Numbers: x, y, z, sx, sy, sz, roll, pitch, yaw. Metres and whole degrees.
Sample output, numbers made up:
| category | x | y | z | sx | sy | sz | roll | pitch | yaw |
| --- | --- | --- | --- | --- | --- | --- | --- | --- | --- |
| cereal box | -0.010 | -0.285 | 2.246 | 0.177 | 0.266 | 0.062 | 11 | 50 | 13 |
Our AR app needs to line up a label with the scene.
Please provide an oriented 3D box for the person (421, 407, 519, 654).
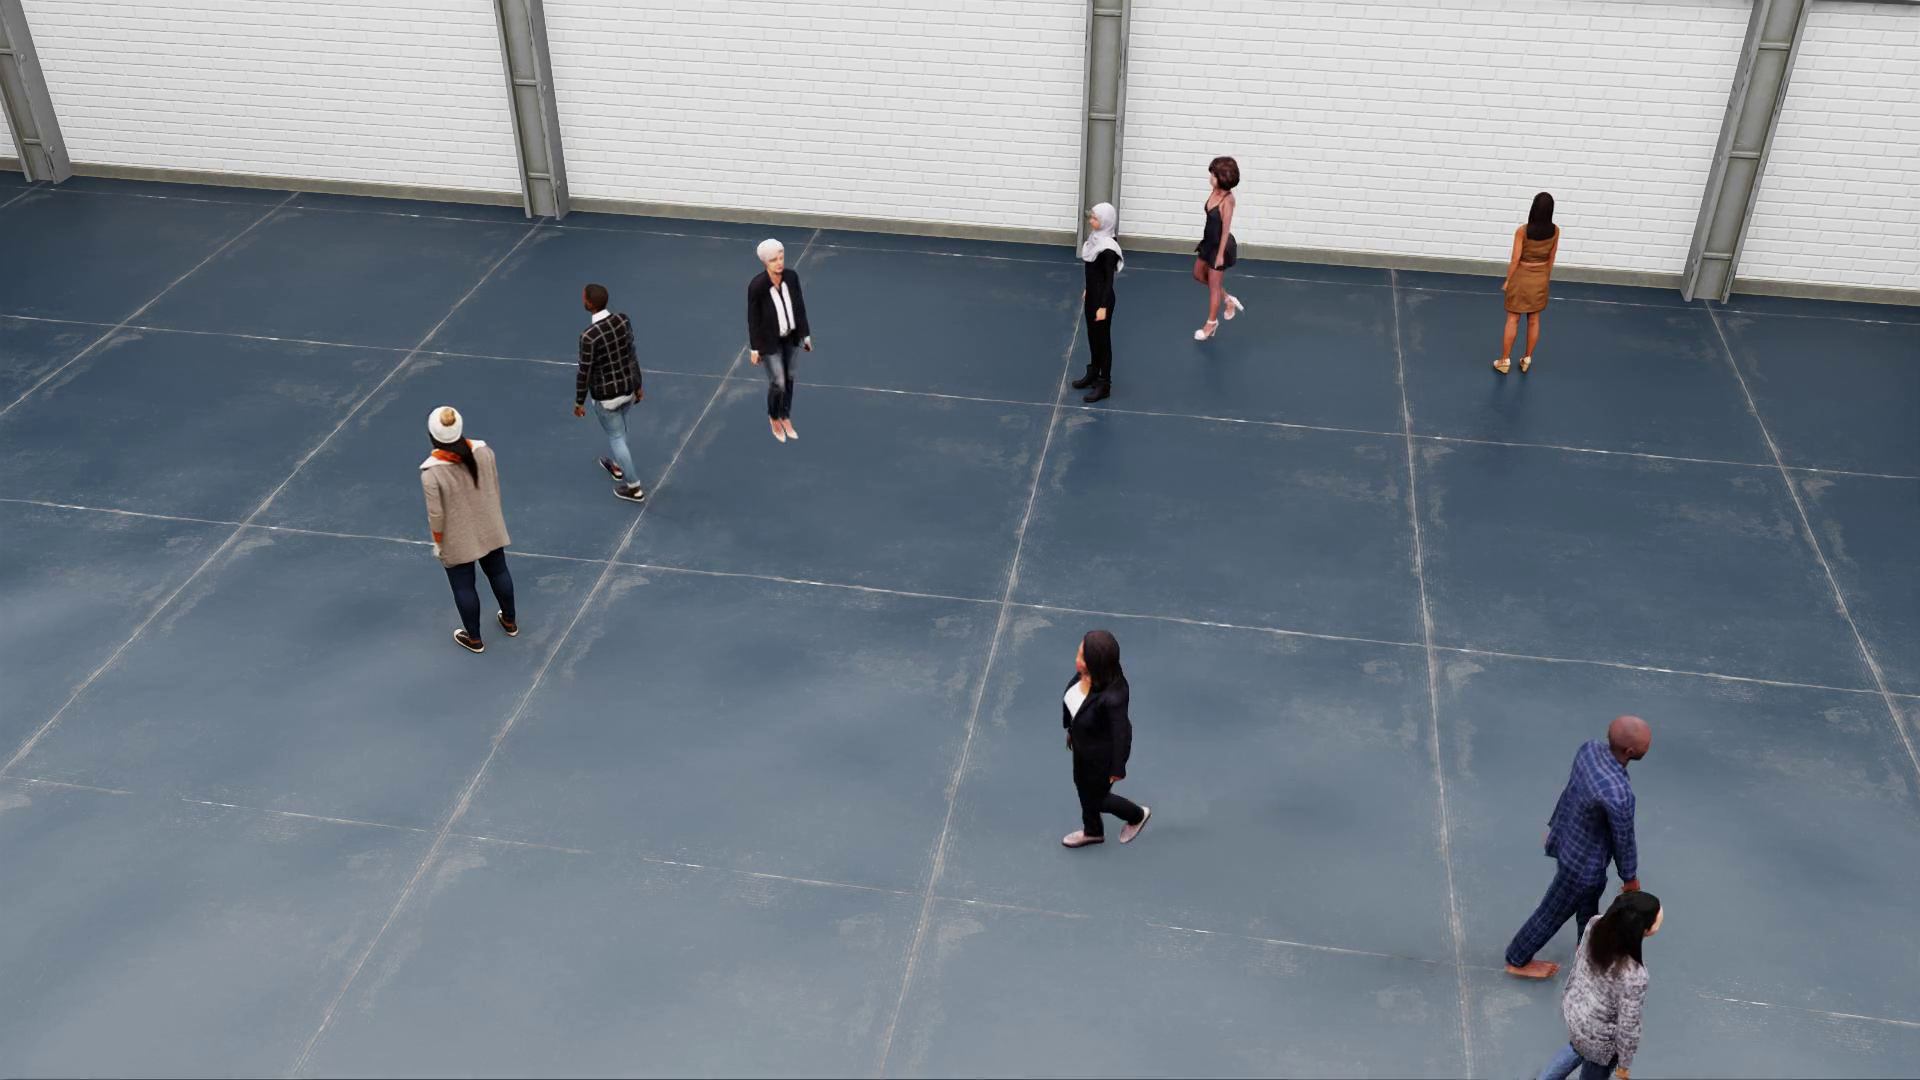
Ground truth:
| category | x | y | z | sx | sy | sz | roll | pitch | yaw |
| --- | --- | --- | --- | --- | --- | --- | --- | --- | --- |
| person | -3.315 | -0.100 | 11.211 | 0.813 | 1.890 | 0.854 | -27 | 42 | -35 |

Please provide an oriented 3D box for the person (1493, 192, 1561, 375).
| category | x | y | z | sx | sy | sz | roll | pitch | yaw |
| --- | --- | --- | --- | --- | --- | --- | --- | --- | --- |
| person | 5.002 | -2.258 | 14.637 | 0.536 | 1.690 | 0.681 | -3 | 34 | -5 |

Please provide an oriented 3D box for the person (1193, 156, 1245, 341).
| category | x | y | z | sx | sy | sz | roll | pitch | yaw |
| --- | --- | --- | --- | --- | --- | --- | --- | --- | --- |
| person | 2.420 | -2.660 | 15.164 | 0.858 | 1.777 | 0.748 | -9 | 35 | -13 |

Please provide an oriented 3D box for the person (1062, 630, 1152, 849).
| category | x | y | z | sx | sy | sz | roll | pitch | yaw |
| --- | --- | --- | --- | --- | --- | --- | --- | --- | --- |
| person | 0.870 | 1.158 | 9.577 | 0.925 | 1.603 | 0.840 | -12 | 35 | -17 |

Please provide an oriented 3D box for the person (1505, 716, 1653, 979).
| category | x | y | z | sx | sy | sz | roll | pitch | yaw |
| --- | --- | --- | --- | --- | --- | --- | --- | --- | --- |
| person | 3.161 | 1.639 | 8.683 | 0.984 | 1.792 | 0.719 | 2 | 34 | 2 |

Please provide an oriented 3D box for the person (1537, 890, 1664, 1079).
| category | x | y | z | sx | sy | sz | roll | pitch | yaw |
| --- | --- | --- | --- | --- | --- | --- | --- | --- | --- |
| person | 2.896 | 2.280 | 7.784 | 0.787 | 1.719 | 0.746 | -6 | 34 | -10 |

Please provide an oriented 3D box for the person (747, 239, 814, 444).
| category | x | y | z | sx | sy | sz | roll | pitch | yaw |
| --- | --- | --- | --- | --- | --- | --- | --- | --- | --- |
| person | -1.468 | -1.622 | 13.129 | 0.886 | 1.774 | 0.850 | -23 | 40 | -30 |

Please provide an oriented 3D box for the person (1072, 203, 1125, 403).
| category | x | y | z | sx | sy | sz | roll | pitch | yaw |
| --- | --- | --- | --- | --- | --- | --- | --- | --- | --- |
| person | 1.196 | -2.045 | 14.235 | 0.675 | 1.781 | 0.678 | -9 | 35 | -13 |

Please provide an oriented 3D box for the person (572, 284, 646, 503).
| category | x | y | z | sx | sy | sz | roll | pitch | yaw |
| --- | --- | --- | --- | --- | --- | --- | --- | --- | --- |
| person | -2.618 | -1.104 | 12.797 | 1.030 | 1.807 | 0.923 | 23 | 40 | 31 |
